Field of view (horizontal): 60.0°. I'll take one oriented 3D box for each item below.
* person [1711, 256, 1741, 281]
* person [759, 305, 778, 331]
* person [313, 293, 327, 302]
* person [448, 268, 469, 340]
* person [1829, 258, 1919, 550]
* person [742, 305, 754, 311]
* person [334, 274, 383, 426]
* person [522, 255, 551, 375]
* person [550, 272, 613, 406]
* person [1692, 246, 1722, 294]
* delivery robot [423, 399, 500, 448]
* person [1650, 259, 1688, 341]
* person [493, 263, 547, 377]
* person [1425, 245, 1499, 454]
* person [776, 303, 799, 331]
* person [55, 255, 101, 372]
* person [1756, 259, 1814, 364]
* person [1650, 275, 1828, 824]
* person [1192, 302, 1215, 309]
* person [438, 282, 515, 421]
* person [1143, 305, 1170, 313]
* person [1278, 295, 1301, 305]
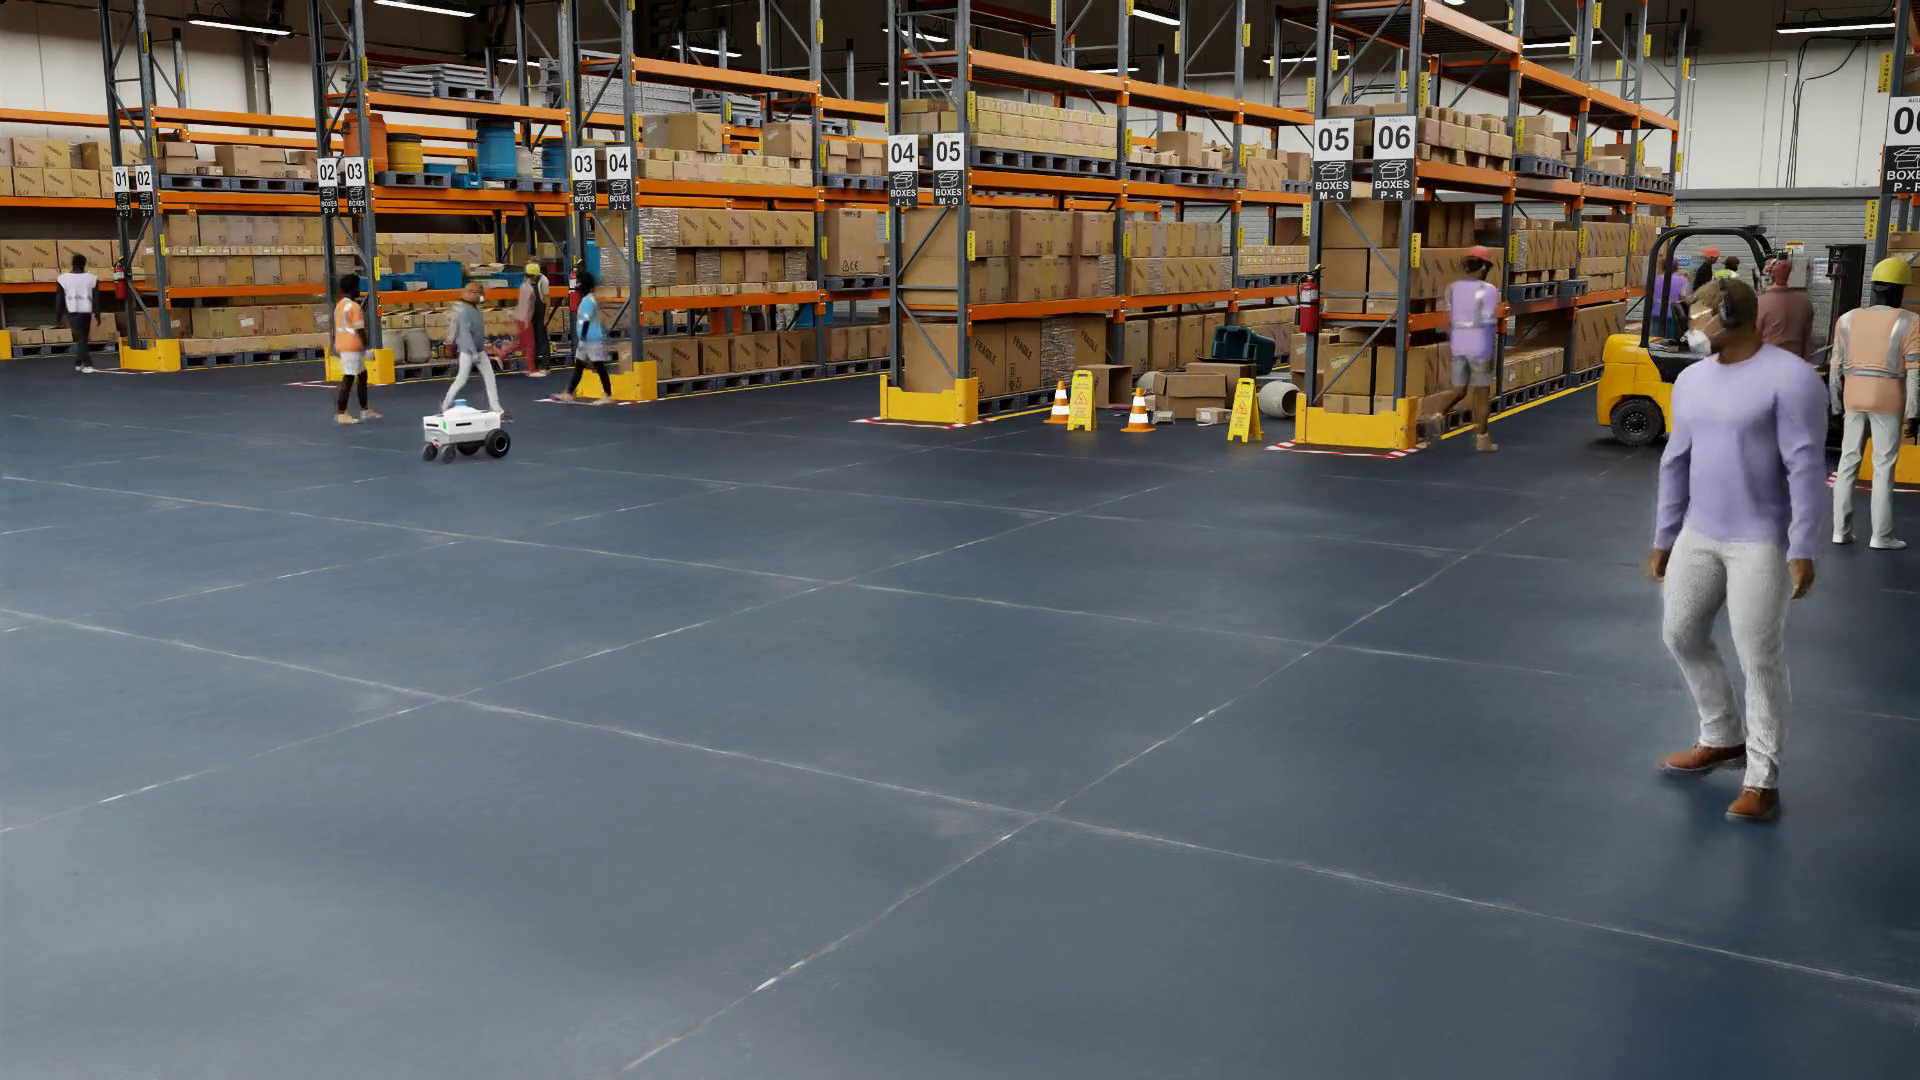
[{"bbox_3d":[13.501,-4.093,29.336,0.951,1.796,0.634,-2,10,-13],"label":"person"},{"bbox_3d":[-3.411,-4.350,30.339,0.627,1.941,0.370,5,11,26],"label":"person"},{"bbox_3d":[-11.776,-4.361,30.843,0.612,1.783,0.919,4,11,21],"label":"person"},{"bbox_3d":[-8.328,-3.714,27.684,0.510,1.610,0.794,4,11,23],"label":"person"},{"bbox_3d":[6.077,-0.898,11.037,0.388,1.926,0.590,-7,12,-34],"label":"person"},{"bbox_3d":[-4.416,-5.018,34.081,0.551,1.936,0.357,8,13,39],"label":"person"},{"bbox_3d":[-6.709,-2.125,18.592,0.682,1.671,0.547,-7,12,-35],"label":"person"},{"bbox_3d":[-6.495,-3.436,25.485,0.506,1.845,0.344,6,12,32],"label":"person"},{"bbox_3d":[-4.712,-2.478,20.608,0.819,1.655,0.553,-3,10,-14],"label":"person"},{"bbox_3d":[13.686,-4.383,30.449,0.739,1.964,0.636,6,12,32],"label":"person"},{"bbox_3d":[-4.668,-1.076,15.599,0.477,0.478,0.707,7,13,33],"label":"delivery robot"},{"bbox_3d":[10.752,-3.384,25.309,0.594,1.792,0.950,6,12,32],"label":"person"},{"bbox_3d":[-6.619,-3.300,25.019,0.717,1.732,0.543,-5,11,-26],"label":"person"},{"bbox_3d":[4.855,-1.823,16.002,0.716,2.008,0.645,-7,12,-34],"label":"person"},{"bbox_3d":[-3.025,-4.084,29.147,0.588,1.834,0.403,8,13,38],"label":"person"},{"bbox_3d":[-13.911,-3.569,26.253,0.631,1.843,1.024,-9,13,-40],"label":"person"},{"bbox_3d":[6.792,-1.424,14.085,0.672,1.884,0.748,-4,11,-21],"label":"person"},{"bbox_3d":[2.822,0.022,5.965,0.427,1.912,0.698,-4,11,-22],"label":"person"},{"bbox_3d":[4.312,-4.094,29.186,0.543,1.831,0.920,7,12,34],"label":"person"},{"bbox_3d":[-5.547,-2.126,18.851,0.853,1.592,0.500,2,10,13],"label":"person"},{"bbox_3d":[3.789,-4.740,32.237,0.683,2.000,0.536,5,11,26],"label":"person"},{"bbox_3d":[6.495,-4.766,32.874,1.039,1.877,0.638,-6,12,-32],"label":"person"}]
